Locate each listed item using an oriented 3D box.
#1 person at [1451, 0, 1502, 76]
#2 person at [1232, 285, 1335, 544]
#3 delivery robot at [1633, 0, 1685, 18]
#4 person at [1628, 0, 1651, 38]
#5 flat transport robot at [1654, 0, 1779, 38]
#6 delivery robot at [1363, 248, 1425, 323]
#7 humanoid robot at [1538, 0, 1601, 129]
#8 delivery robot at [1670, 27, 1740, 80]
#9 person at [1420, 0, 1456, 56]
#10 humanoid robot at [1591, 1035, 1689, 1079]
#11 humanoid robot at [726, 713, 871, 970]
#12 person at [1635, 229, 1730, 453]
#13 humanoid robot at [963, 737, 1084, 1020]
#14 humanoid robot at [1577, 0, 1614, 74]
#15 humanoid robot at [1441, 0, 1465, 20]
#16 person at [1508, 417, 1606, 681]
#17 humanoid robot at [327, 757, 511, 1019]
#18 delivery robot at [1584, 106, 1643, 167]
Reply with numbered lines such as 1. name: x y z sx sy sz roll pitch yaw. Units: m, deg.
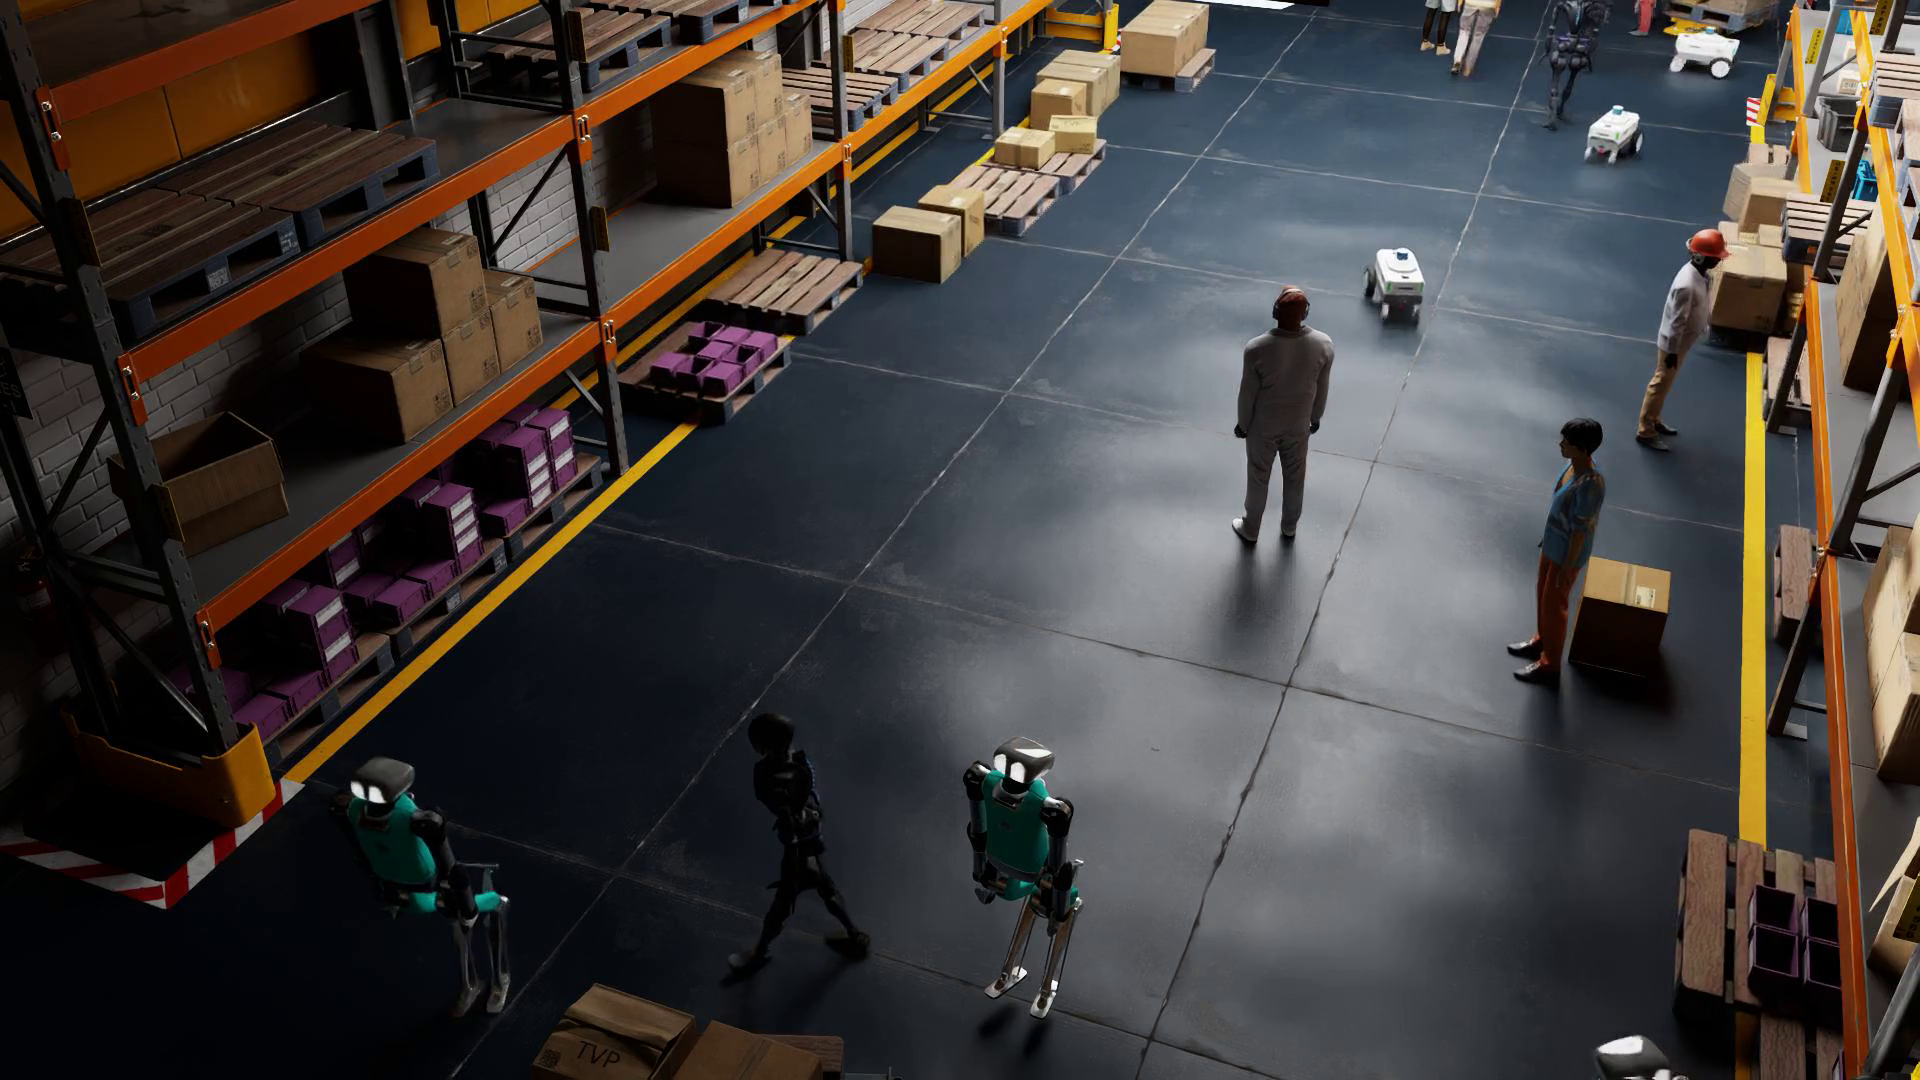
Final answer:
1. person: 6.330 -6.503 20.289 0.519 1.744 0.581 14 35 21
2. person: 2.183 -0.849 11.398 0.641 1.908 0.414 -6 33 -9
3. delivery robot: 9.738 -7.591 23.053 0.747 0.568 0.499 -20 38 -28
4. person: 9.006 -7.492 21.817 0.544 1.750 0.462 -26 41 -34
5. flat transport robot: 10.142 -6.953 22.353 1.431 0.231 0.659 -25 40 -33
6. delivery robot: 3.933 -2.325 14.943 0.499 0.613 0.807 2 33 3
7. humanoid robot: 6.907 -5.550 18.907 0.600 1.630 0.730 5 33 7
8. delivery robot: 9.318 -6.096 20.760 0.795 0.592 0.499 16 36 23
9. person: 6.174 -7.046 21.188 0.319 1.691 0.531 -21 38 -29
10. humanoid robot: 2.321 2.479 6.438 0.554 1.841 0.673 -12 35 -17
11. humanoid robot: -0.813 1.452 8.093 0.761 1.625 0.612 -4 33 -6
12. person: 5.469 -1.531 12.592 0.340 1.751 0.561 18 37 26
13. humanoid robot: 0.385 1.503 7.790 0.533 1.677 0.735 20 38 28
14. humanoid robot: 7.880 -6.643 20.575 0.327 1.645 0.591 -7 34 -11
15. humanoid robot: 6.780 -7.879 22.476 1.018 1.772 0.534 -24 40 -32
16. person: 3.664 0.052 10.142 0.336 1.758 0.503 3 33 5
17. humanoid robot: -2.427 1.571 7.808 0.531 1.747 0.835 8 34 12
18. delivery robot: 7.161 -4.452 18.234 0.499 0.612 0.813 22 39 30
